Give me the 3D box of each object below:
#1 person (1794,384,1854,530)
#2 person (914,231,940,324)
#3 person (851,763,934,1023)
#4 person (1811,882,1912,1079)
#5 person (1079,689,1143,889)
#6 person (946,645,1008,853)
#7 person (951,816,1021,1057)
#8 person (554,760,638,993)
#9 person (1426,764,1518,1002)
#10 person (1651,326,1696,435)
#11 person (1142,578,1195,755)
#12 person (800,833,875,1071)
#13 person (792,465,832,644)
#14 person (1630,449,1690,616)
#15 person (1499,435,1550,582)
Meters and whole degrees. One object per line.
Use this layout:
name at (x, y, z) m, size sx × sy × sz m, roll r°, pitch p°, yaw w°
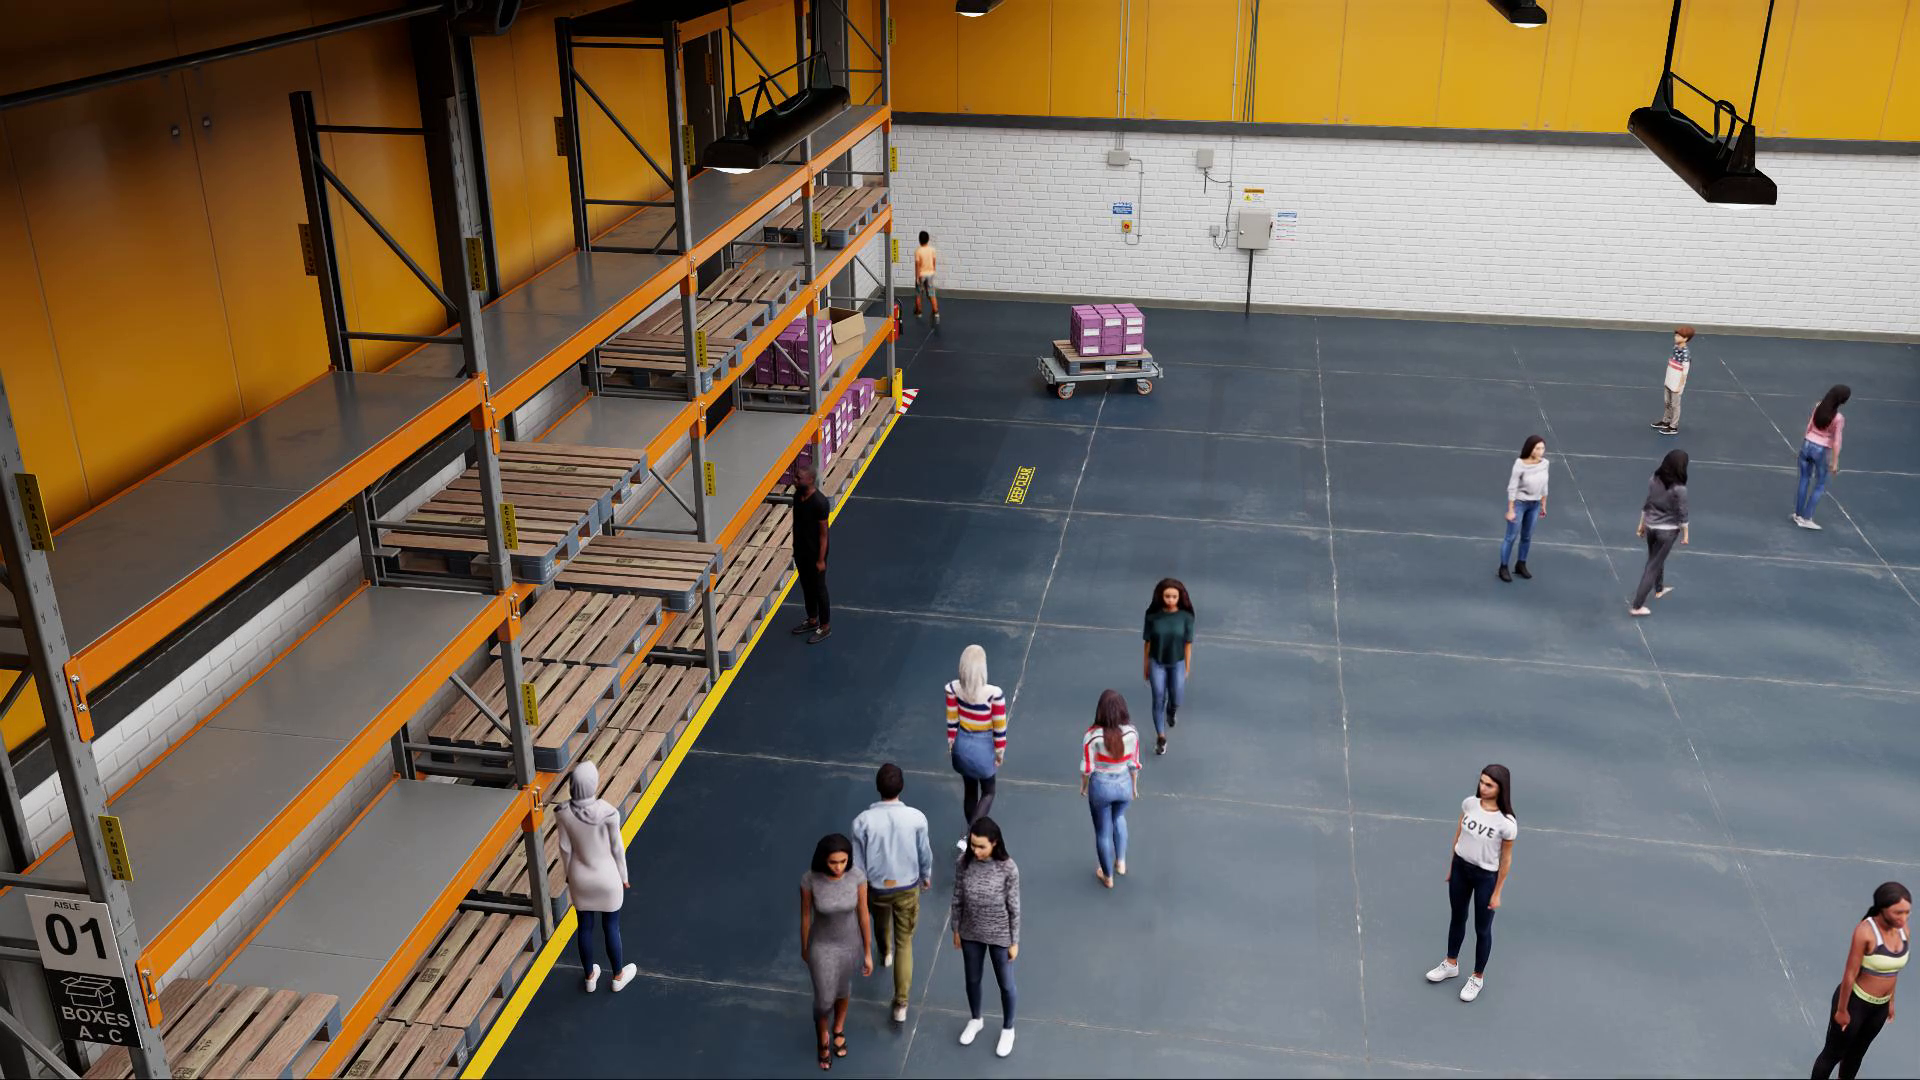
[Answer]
person at (9.724, -0.998, 18.907) m, size 0.805 × 1.720 × 0.719 m, roll -20°, pitch 31°, yaw -39°
person at (-0.518, -4.195, 26.566) m, size 0.817 × 1.444 × 1.030 m, roll -7°, pitch 25°, yaw -16°
person at (-0.446, 2.376, 11.132) m, size 0.904 × 1.764 × 1.260 m, roll -2°, pitch 24°, yaw -4°
person at (5.484, 2.820, 10.128) m, size 0.636 × 1.755 × 0.641 m, roll -6°, pitch 24°, yaw -14°
person at (1.153, 1.899, 12.425) m, size 0.698 × 1.603 × 0.702 m, roll -7°, pitch 25°, yaw -16°
person at (0.083, 1.653, 12.743) m, size 0.795 × 1.799 × 0.970 m, roll 11°, pitch 26°, yaw 23°
person at (0.186, 2.536, 10.808) m, size 0.650 × 1.731 × 0.586 m, roll 8°, pitch 25°, yaw 18°
person at (-2.484, 2.296, 11.303) m, size 0.615 × 1.776 × 0.531 m, roll 3°, pitch 24°, yaw 6°
person at (3.516, 2.298, 11.299) m, size 0.712 × 1.775 × 0.665 m, roll -18°, pitch 29°, yaw -35°
person at (9.393, -2.116, 21.815) m, size 0.621 × 1.439 × 0.495 m, roll -2°, pitch 24°, yaw -4°
person at (1.786, 1.039, 14.391) m, size 0.586 × 1.604 × 0.774 m, roll 3°, pitch 24°, yaw 8°
person at (-0.818, 2.575, 10.679) m, size 0.713 × 1.762 × 0.776 m, roll -7°, pitch 24°, yaw -15°
person at (-1.449, 0.115, 16.237) m, size 0.778 × 1.819 × 0.734 m, roll -18°, pitch 29°, yaw -35°
person at (6.975, -0.046, 16.709) m, size 1.037 × 1.735 × 1.017 m, roll -13°, pitch 27°, yaw -27°
person at (5.938, -0.351, 17.539) m, size 0.677 × 1.630 × 0.673 m, roll -8°, pitch 25°, yaw -18°
